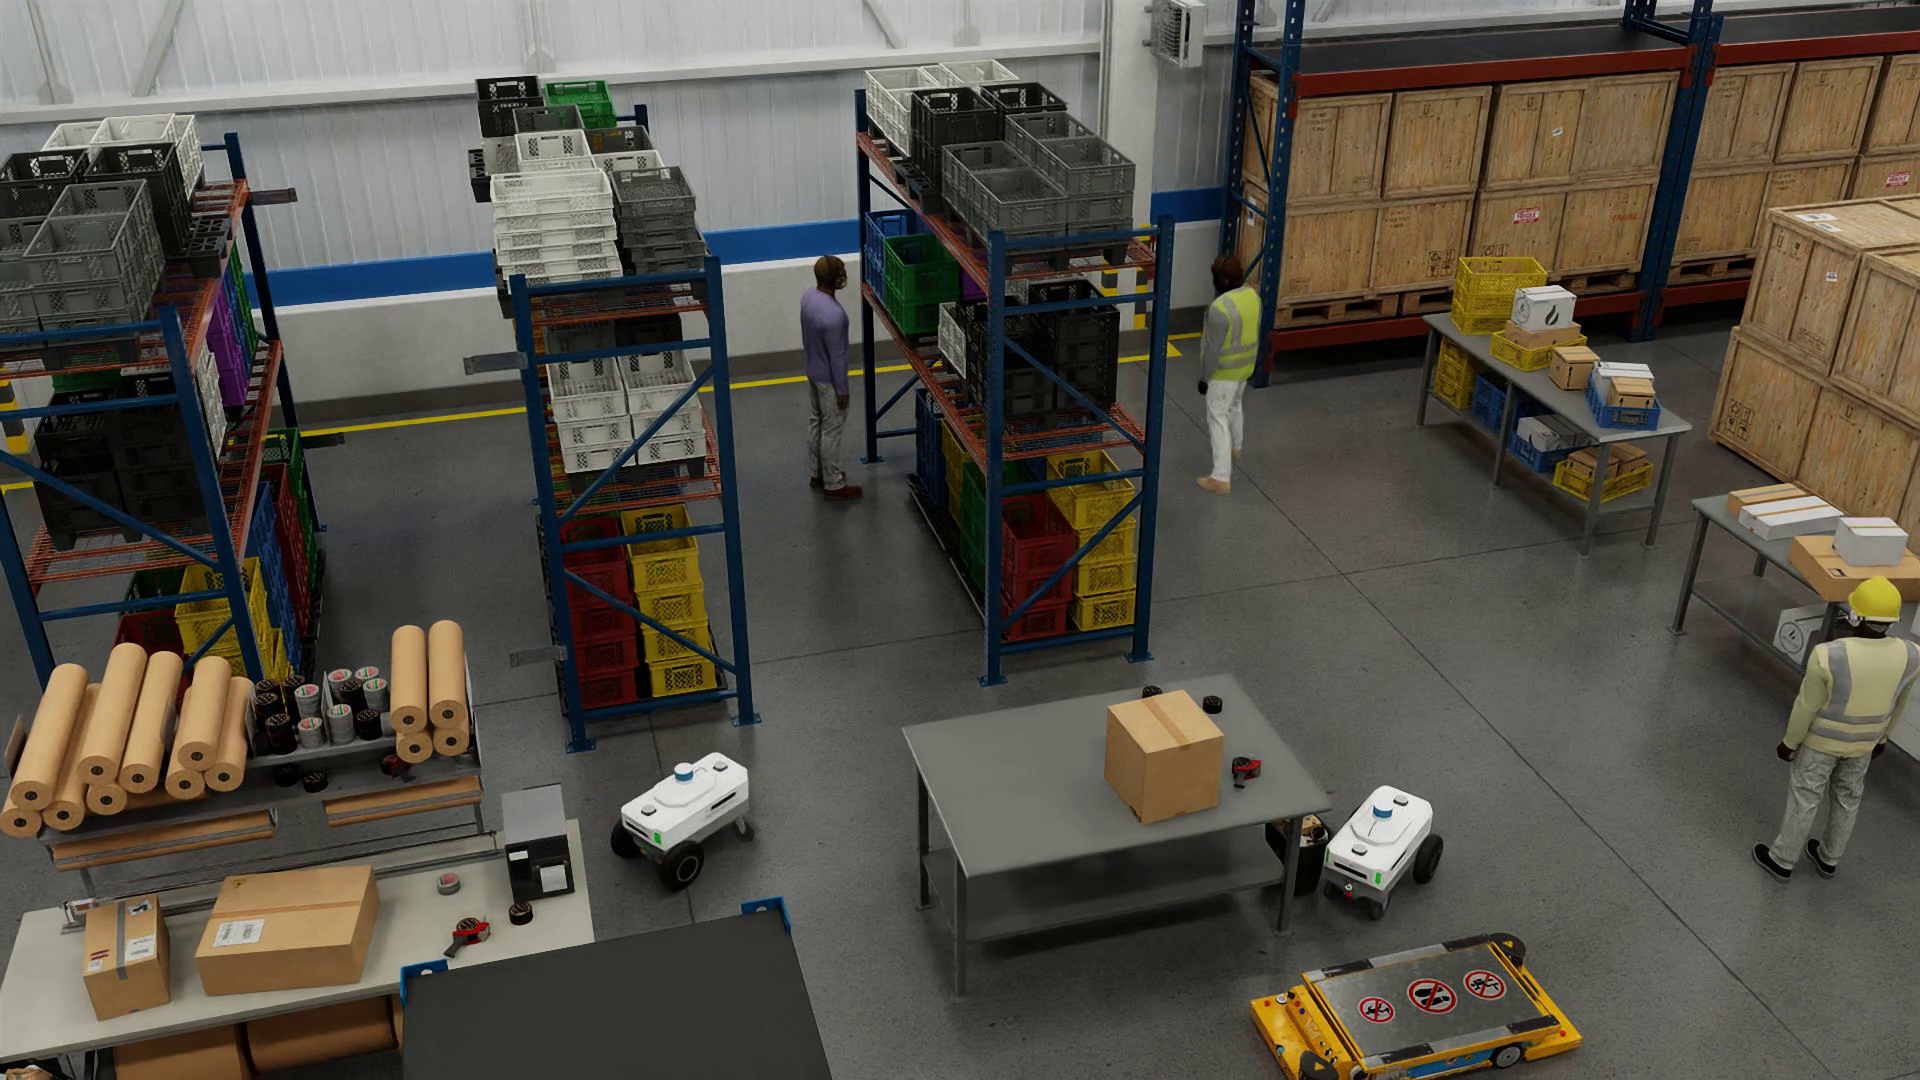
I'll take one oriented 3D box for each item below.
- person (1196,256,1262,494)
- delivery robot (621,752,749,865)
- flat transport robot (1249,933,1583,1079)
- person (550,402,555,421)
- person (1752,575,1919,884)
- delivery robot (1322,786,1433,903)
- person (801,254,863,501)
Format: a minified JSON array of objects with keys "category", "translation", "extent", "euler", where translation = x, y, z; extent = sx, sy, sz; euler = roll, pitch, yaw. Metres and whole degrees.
[{"category":"person","translation":[2.112,-1.353,13.043],"extent":[0.539,1.795,0.779],"euler":[21,35,33]},{"category":"delivery robot","translation":[-1.497,1.444,9.119],"extent":[0.477,0.478,0.707],"euler":[22,36,35]},{"category":"flat transport robot","translation":[2.184,2.282,7.980],"extent":[1.431,0.197,0.652],"euler":[-8,30,-14]},{"category":"person","translation":[-3.158,-1.608,13.418],"extent":[0.423,1.867,0.608],"euler":[7,30,12]},{"category":"person","translation":[4.584,1.003,8.697],"extent":[0.590,1.833,0.404],"euler":[-2,29,-4]},{"category":"delivery robot","translation":[2.222,1.599,8.838],"extent":[0.477,0.478,0.707],"euler":[20,34,32]},{"category":"person","translation":[-1.001,-1.243,12.676],"extent":[0.359,1.938,0.632],"euler":[-13,31,-22]}]
